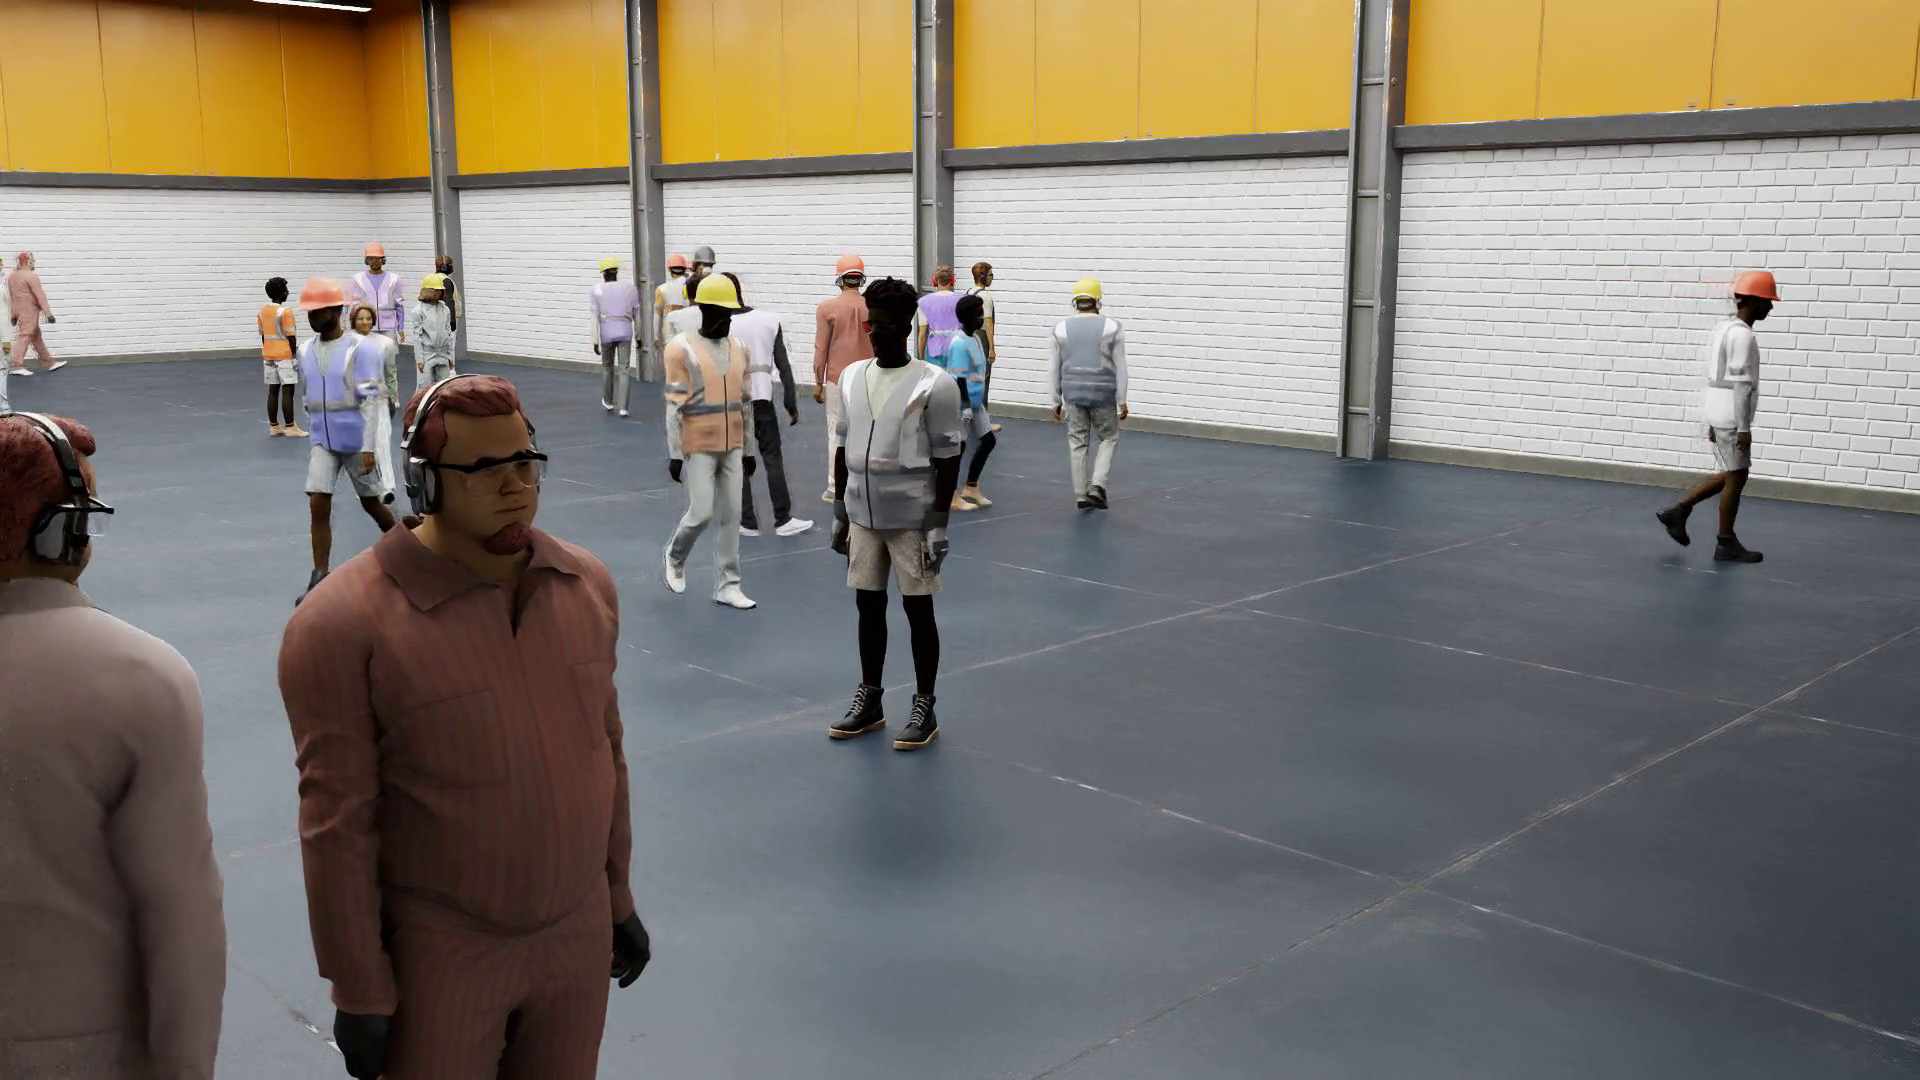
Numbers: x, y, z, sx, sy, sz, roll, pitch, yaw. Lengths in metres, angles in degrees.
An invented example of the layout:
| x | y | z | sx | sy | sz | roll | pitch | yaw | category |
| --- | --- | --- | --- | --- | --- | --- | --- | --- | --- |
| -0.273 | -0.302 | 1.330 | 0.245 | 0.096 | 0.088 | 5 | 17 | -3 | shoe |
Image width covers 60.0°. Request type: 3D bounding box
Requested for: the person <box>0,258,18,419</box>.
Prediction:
| x | y | z | sx | sy | sz | roll | pitch | yaw | category |
| --- | --- | --- | --- | --- | --- | --- | --- | --- | --- |
| -11.000 | -2.298 | 18.952 | 0.635 | 1.937 | 0.353 | 8 | 13 | 38 | person |

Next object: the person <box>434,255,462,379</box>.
| x | y | z | sx | sy | sz | roll | pitch | yaw | category |
| --- | --- | --- | --- | --- | --- | --- | --- | --- | --- |
| -7.412 | -3.179 | 24.026 | 0.429 | 1.844 | 0.625 | -8 | 13 | -36 | person |

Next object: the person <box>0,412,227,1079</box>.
| x | y | z | sx | sy | sz | roll | pitch | yaw | category |
| --- | --- | --- | --- | --- | --- | --- | --- | --- | --- |
| -1.423 | 0.727 | 2.653 | 0.632 | 1.860 | 0.908 | -1 | 10 | -6 | person |

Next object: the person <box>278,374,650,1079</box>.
| x | y | z | sx | sy | sz | roll | pitch | yaw | category |
| --- | --- | --- | --- | --- | --- | --- | --- | --- | --- |
| -0.788 | 0.672 | 2.850 | 0.409 | 1.909 | 0.640 | 8 | 13 | 36 | person |

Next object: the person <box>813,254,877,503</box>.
| x | y | z | sx | sy | sz | roll | pitch | yaw | category |
| --- | --- | --- | --- | --- | --- | --- | --- | --- | --- |
| -0.879 | -1.287 | 13.327 | 0.619 | 1.989 | 0.396 | -5 | 11 | -24 | person |

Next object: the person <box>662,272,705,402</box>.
| x | y | z | sx | sy | sz | roll | pitch | yaw | category |
| --- | --- | --- | --- | --- | --- | --- | --- | --- | --- |
| -2.221 | -1.322 | 13.930 | 0.535 | 1.833 | 0.927 | -2 | 11 | -11 | person |

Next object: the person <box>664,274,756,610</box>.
| x | y | z | sx | sy | sz | roll | pitch | yaw | category |
| --- | --- | --- | --- | --- | --- | --- | --- | --- | --- |
| -1.436 | -0.561 | 9.531 | 0.591 | 1.911 | 0.611 | 10 | 14 | 43 | person |

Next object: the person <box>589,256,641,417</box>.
| x | y | z | sx | sy | sz | roll | pitch | yaw | category |
| --- | --- | --- | --- | --- | --- | --- | --- | --- | --- |
| -4.101 | -2.420 | 19.786 | 0.611 | 1.870 | 1.005 | -3 | 11 | -15 | person |

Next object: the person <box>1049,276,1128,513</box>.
| x | y | z | sx | sy | sz | roll | pitch | yaw | category |
| --- | --- | --- | --- | --- | --- | --- | --- | --- | --- |
| 0.992 | -1.106 | 12.774 | 0.626 | 1.817 | 0.423 | 3 | 11 | 16 | person |

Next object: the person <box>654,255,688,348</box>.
| x | y | z | sx | sy | sz | roll | pitch | yaw | category |
| --- | --- | --- | --- | --- | --- | --- | --- | --- | --- |
| -3.392 | -2.466 | 20.007 | 0.581 | 1.879 | 0.949 | -2 | 11 | -10 | person |

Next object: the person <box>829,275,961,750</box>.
| x | y | z | sx | sy | sz | roll | pitch | yaw | category |
| --- | --- | --- | --- | --- | --- | --- | --- | --- | --- |
| -0.288 | -0.111 | 6.949 | 0.606 | 1.967 | 0.367 | 6 | 12 | 30 | person |

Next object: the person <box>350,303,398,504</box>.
| x | y | z | sx | sy | sz | roll | pitch | yaw | category |
| --- | --- | --- | --- | --- | --- | --- | --- | --- | --- |
| -4.705 | -1.065 | 13.167 | 0.519 | 1.594 | 0.870 | -4 | 11 | -22 | person |

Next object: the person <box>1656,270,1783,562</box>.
| x | y | z | sx | sy | sz | roll | pitch | yaw | category |
| --- | --- | --- | --- | --- | --- | --- | --- | --- | --- |
| 4.999 | -0.803 | 10.873 | 0.582 | 1.914 | 0.543 | 3 | 11 | 18 | person |

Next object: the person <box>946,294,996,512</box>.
| x | y | z | sx | sy | sz | roll | pitch | yaw | category |
| --- | --- | --- | --- | --- | --- | --- | --- | --- | --- |
| 0.095 | -1.039 | 12.777 | 0.480 | 1.676 | 0.564 | 3 | 11 | 15 | person |

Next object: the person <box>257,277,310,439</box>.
| x | y | z | sx | sy | sz | roll | pitch | yaw | category |
| --- | --- | --- | --- | --- | --- | --- | --- | --- | --- |
| -7.147 | -1.913 | 17.516 | 0.538 | 1.696 | 0.317 | 6 | 12 | 31 | person |

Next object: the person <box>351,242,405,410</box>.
| x | y | z | sx | sy | sz | roll | pitch | yaw | category |
| --- | --- | --- | --- | --- | --- | --- | --- | --- | --- |
| -7.100 | -2.605 | 20.330 | 0.608 | 2.048 | 0.370 | -3 | 11 | -18 | person |

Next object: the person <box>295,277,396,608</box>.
| x | y | z | sx | sy | sz | roll | pitch | yaw | category |
| --- | --- | --- | --- | --- | --- | --- | --- | --- | --- |
| -3.619 | -0.604 | 9.835 | 0.555 | 1.905 | 0.945 | 2 | 11 | 13 | person |

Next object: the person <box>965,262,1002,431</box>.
| x | y | z | sx | sy | sz | roll | pitch | yaw | category |
| --- | --- | --- | --- | --- | --- | --- | --- | --- | --- |
| 0.226 | -2.106 | 18.161 | 0.330 | 1.844 | 0.520 | -6 | 12 | -31 | person |

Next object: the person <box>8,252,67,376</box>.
| x | y | z | sx | sy | sz | roll | pitch | yaw | category |
| --- | --- | --- | --- | --- | --- | --- | --- | --- | --- |
| -14.223 | -3.471 | 25.561 | 0.657 | 1.858 | 0.966 | 8 | 13 | 36 | person |

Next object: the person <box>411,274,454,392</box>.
| x | y | z | sx | sy | sz | roll | pitch | yaw | category |
| --- | --- | --- | --- | --- | --- | --- | --- | --- | --- |
| -5.463 | -1.894 | 17.317 | 0.341 | 1.736 | 0.483 | 6 | 12 | 30 | person |

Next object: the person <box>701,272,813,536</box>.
| x | y | z | sx | sy | sz | roll | pitch | yaw | category |
| --- | --- | --- | --- | --- | --- | --- | --- | --- | --- |
| -1.444 | -0.955 | 11.821 | 0.761 | 1.873 | 0.405 | -3 | 11 | -18 | person |

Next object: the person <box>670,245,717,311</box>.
| x | y | z | sx | sy | sz | roll | pitch | yaw | category |
| --- | --- | --- | --- | --- | --- | --- | --- | --- | --- |
| -2.882 | -2.307 | 18.726 | 0.711 | 2.000 | 0.586 | -8 | 13 | -36 | person |

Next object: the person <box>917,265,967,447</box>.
| x | y | z | sx | sy | sz | roll | pitch | yaw | category |
| --- | --- | --- | --- | --- | --- | --- | --- | --- | --- |
| -0.145 | -1.809 | 16.563 | 0.563 | 1.838 | 0.388 | -2 | 11 | -10 | person |
